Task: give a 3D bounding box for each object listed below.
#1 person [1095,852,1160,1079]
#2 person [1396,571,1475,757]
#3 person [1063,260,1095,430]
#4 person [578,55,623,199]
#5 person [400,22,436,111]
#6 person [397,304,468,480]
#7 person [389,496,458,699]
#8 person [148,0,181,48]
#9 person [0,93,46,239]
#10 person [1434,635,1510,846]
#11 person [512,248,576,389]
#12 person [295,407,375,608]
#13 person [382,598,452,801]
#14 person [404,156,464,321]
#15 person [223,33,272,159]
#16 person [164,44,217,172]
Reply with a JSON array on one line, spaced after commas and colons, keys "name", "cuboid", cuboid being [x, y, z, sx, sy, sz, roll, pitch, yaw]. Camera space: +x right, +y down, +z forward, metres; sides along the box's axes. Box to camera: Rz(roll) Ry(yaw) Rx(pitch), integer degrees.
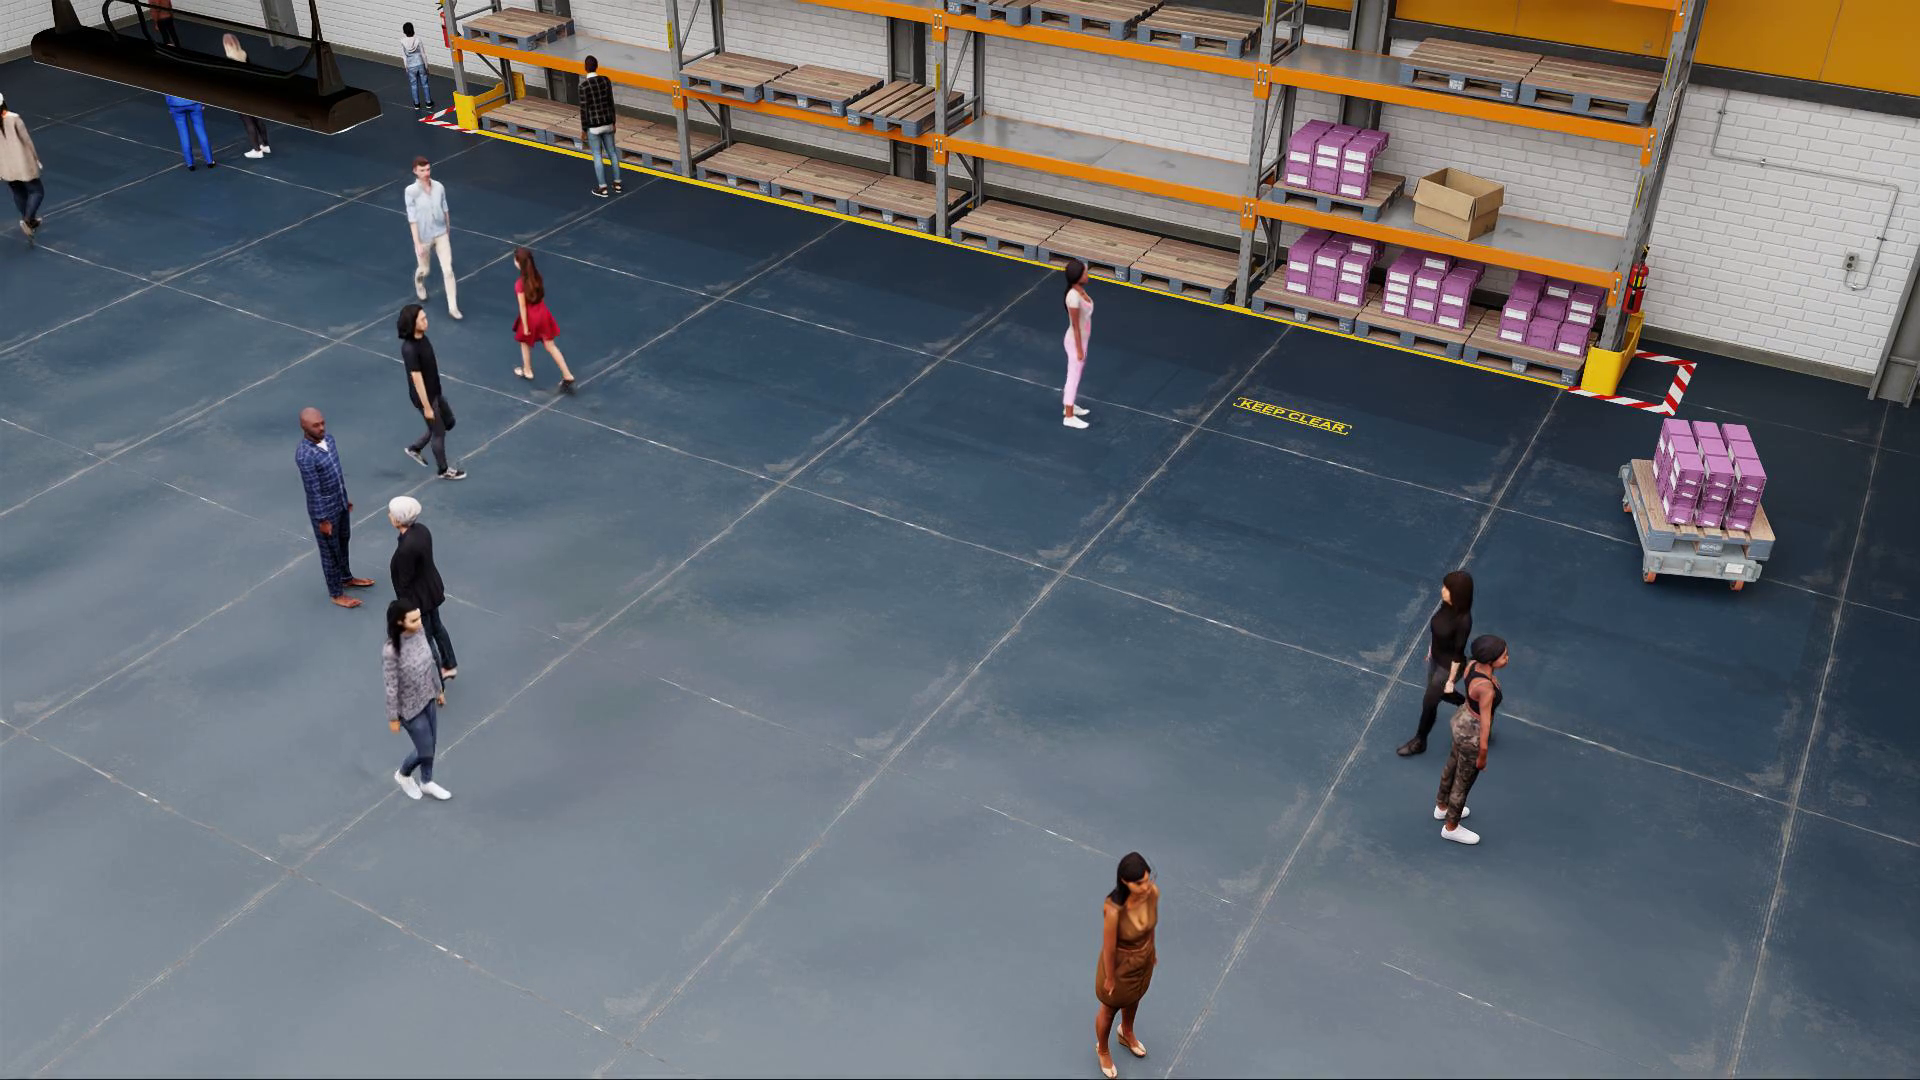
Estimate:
[{"name": "person", "cuboid": [0.983, 2.490, 9.824, 0.620, 1.690, 0.609, -25, 41, -33]}, {"name": "person", "cuboid": [3.651, 0.911, 12.258, 1.021, 1.624, 0.921, -5, 34, -8]}, {"name": "person", "cuboid": [1.138, -1.952, 16.461, 0.650, 1.741, 0.648, 4, 34, 5]}, {"name": "person", "cuboid": [-4.657, -5.355, 21.508, 0.737, 1.820, 0.699, -24, 41, -32]}, {"name": "person", "cuboid": [-8.016, -6.986, 24.468, 0.566, 1.260, 0.630, -7, 34, -10]}, {"name": "person", "cuboid": [-5.041, -1.361, 15.501, 0.931, 1.818, 0.844, 0, 34, 0]}, {"name": "person", "cuboid": [-4.134, 0.458, 12.662, 0.740, 1.780, 0.819, 2, 34, 3]}, {"name": "person", "cuboid": [-12.631, -8.261, 26.390, 0.482, 1.256, 0.529, 20, 39, 28]}, {"name": "person", "cuboid": [-11.575, -4.582, 20.301, 1.034, 1.869, 1.028, -1, 34, -2]}, {"name": "person", "cuboid": [3.541, 1.350, 11.529, 0.674, 1.700, 0.660, 1, 34, 2]}, {"name": "person", "cuboid": [-4.320, -2.255, 17.113, 1.068, 1.523, 0.583, 21, 39, 29]}, {"name": "person", "cuboid": [-5.289, -0.303, 13.910, 0.743, 1.818, 0.744, 3, 34, 5]}, {"name": "person", "cuboid": [-3.952, 1.126, 11.852, 0.698, 1.717, 0.688, 14, 36, 20]}, {"name": "person", "cuboid": [-5.947, -3.403, 18.568, 0.931, 1.823, 1.217, -24, 40, -31]}, {"name": "person", "cuboid": [-9.765, -6.066, 22.699, 0.600, 1.685, 0.651, 10, 35, 14]}, {"name": "person", "cuboid": [-10.380, -5.806, 22.295, 0.707, 1.700, 0.745, -12, 35, -17]}]
